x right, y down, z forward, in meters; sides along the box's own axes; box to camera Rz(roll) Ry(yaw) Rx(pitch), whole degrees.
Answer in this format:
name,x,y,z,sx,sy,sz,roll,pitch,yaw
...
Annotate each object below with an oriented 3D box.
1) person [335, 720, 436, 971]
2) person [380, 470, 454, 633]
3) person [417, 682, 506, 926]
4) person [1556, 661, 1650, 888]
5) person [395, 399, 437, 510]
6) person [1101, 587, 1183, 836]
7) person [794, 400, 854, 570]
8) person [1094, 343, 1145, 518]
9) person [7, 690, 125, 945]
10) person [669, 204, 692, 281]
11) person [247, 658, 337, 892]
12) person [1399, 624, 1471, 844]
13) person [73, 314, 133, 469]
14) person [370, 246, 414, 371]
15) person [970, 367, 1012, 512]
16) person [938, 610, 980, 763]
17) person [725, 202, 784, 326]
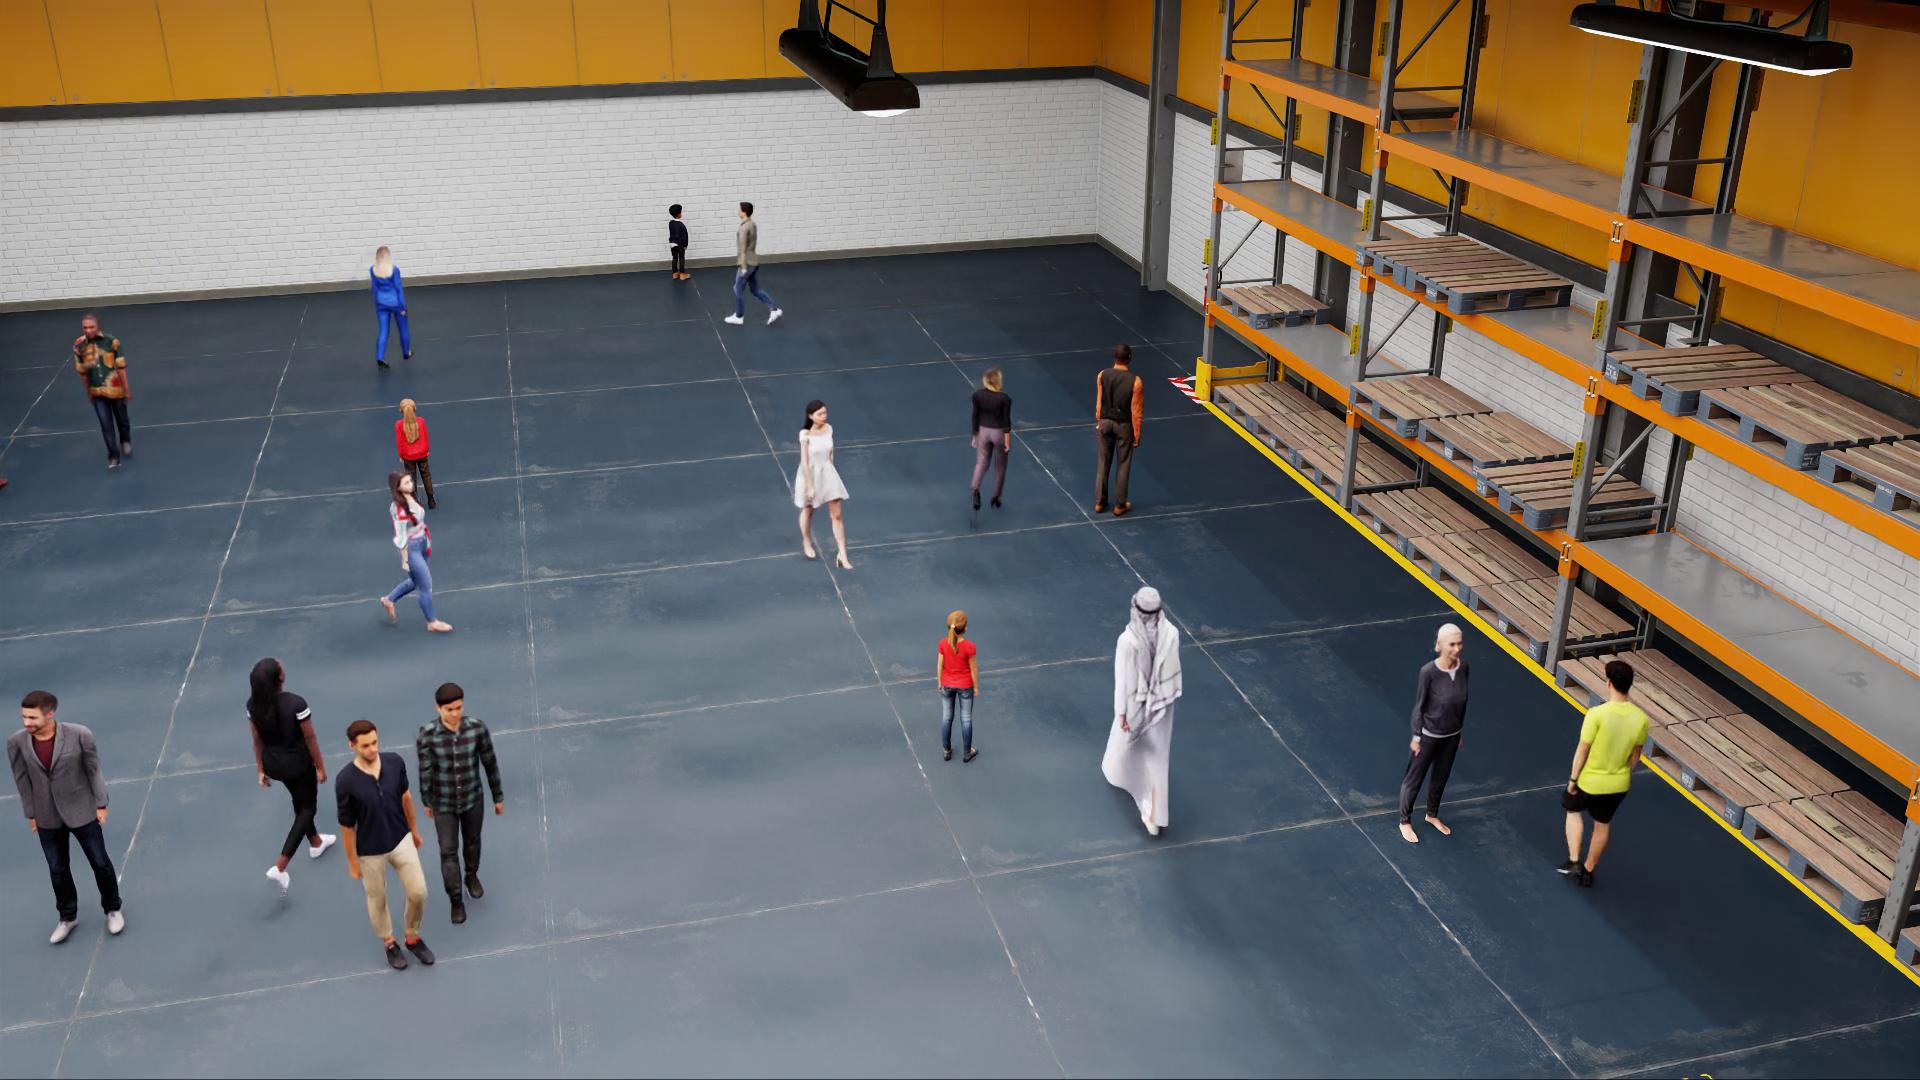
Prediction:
name,x,y,z,sx,sy,sz,roll,pitch,yaw
person,-3.795,1.948,10.831,0.770,1.847,0.770,-19,30,-36
person,-5.118,0.108,15.353,0.890,1.596,0.975,3,24,8
person,-3.458,1.705,11.381,0.796,1.701,0.937,-11,26,-23
person,4.520,1.699,11.610,0.747,1.680,0.758,-1,24,-3
person,-5.946,-0.936,18.134,0.554,1.281,0.584,-15,28,-30
person,1.416,1.288,12.295,0.738,1.882,1.223,-4,24,-9
person,-1.489,-0.581,16.745,0.849,1.743,1.106,-15,28,-30
person,1.691,-1.198,17.950,0.789,1.910,0.835,11,26,24
person,-5.969,1.816,11.103,0.668,1.871,0.574,-6,24,-13
person,-4.630,-4.892,27.256,0.572,1.223,0.636,14,27,29
person,-4.738,1.647,11.697,0.953,1.705,1.188,5,24,11
person,3.514,1.392,12.254,0.615,1.725,0.539,-8,25,-18
person,-9.944,-1.775,19.453,0.759,1.761,1.188,-8,25,-18
person,-7.821,-3.140,22.697,0.913,1.665,1.203,2,24,6
person,0.317,-1.033,17.891,0.883,1.655,0.998,8,25,19
person,-0.024,1.164,13.295,0.571,1.310,0.606,6,24,12
person,-3.041,-4.059,24.570,1.099,1.849,1.186,5,24,12
